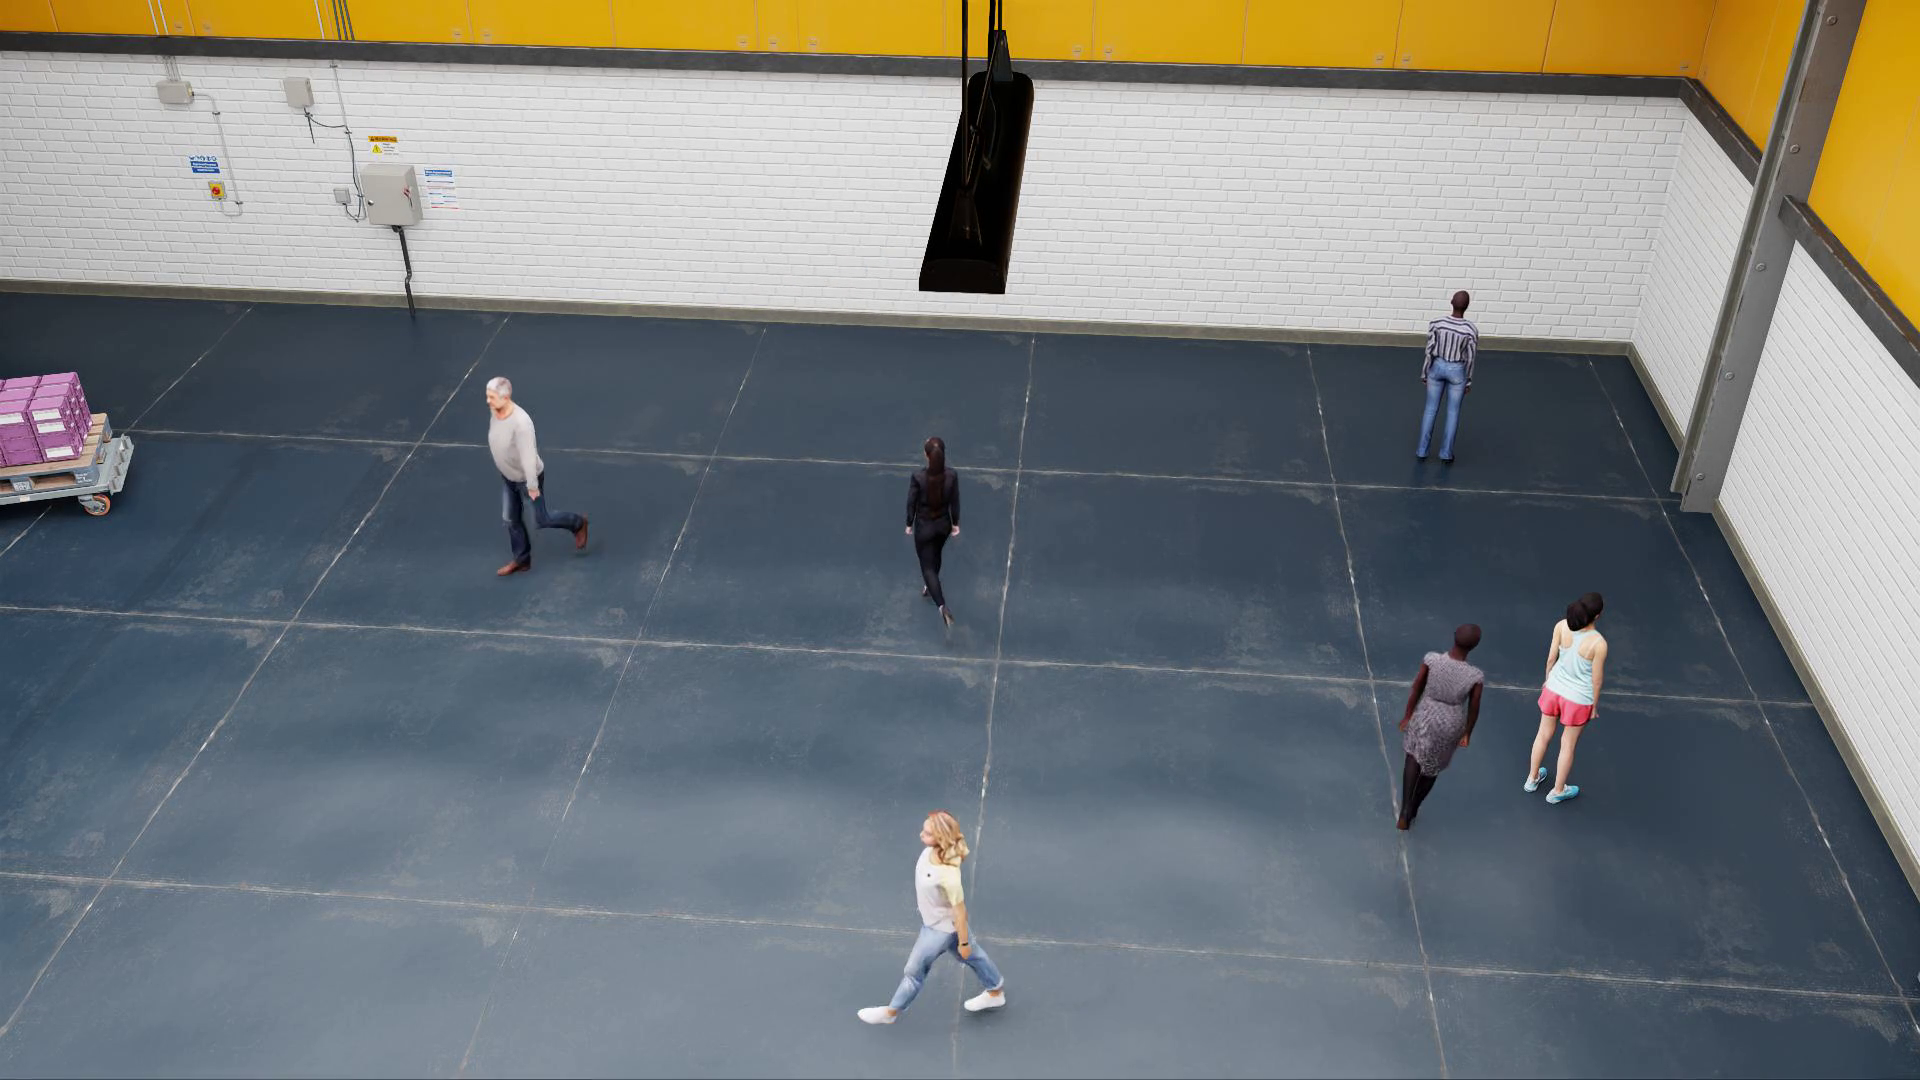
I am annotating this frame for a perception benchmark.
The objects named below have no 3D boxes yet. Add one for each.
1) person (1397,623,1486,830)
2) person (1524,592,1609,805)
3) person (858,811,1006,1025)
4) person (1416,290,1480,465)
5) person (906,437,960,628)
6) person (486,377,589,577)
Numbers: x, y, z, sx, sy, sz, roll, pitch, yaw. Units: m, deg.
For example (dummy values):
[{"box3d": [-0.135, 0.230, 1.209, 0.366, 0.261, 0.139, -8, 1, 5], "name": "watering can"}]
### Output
[{"box3d": [3.245, 1.355, 11.376, 0.808, 1.769, 0.915, 13, 36, 19], "name": "person"}, {"box3d": [4.311, 1.099, 11.763, 0.763, 1.765, 0.703, -25, 41, -32], "name": "person"}, {"box3d": [-0.014, 2.303, 10.050, 0.953, 1.658, 1.183, -7, 34, -11], "name": "person"}, {"box3d": [4.599, -1.527, 15.687, 0.687, 1.796, 0.648, 15, 36, 21], "name": "person"}, {"box3d": [-0.203, -0.040, 13.549, 0.865, 1.686, 1.129, -11, 35, -15], "name": "person"}, {"box3d": [-3.658, -0.576, 14.175, 1.232, 1.885, 1.153, -26, 42, -34], "name": "person"}]
